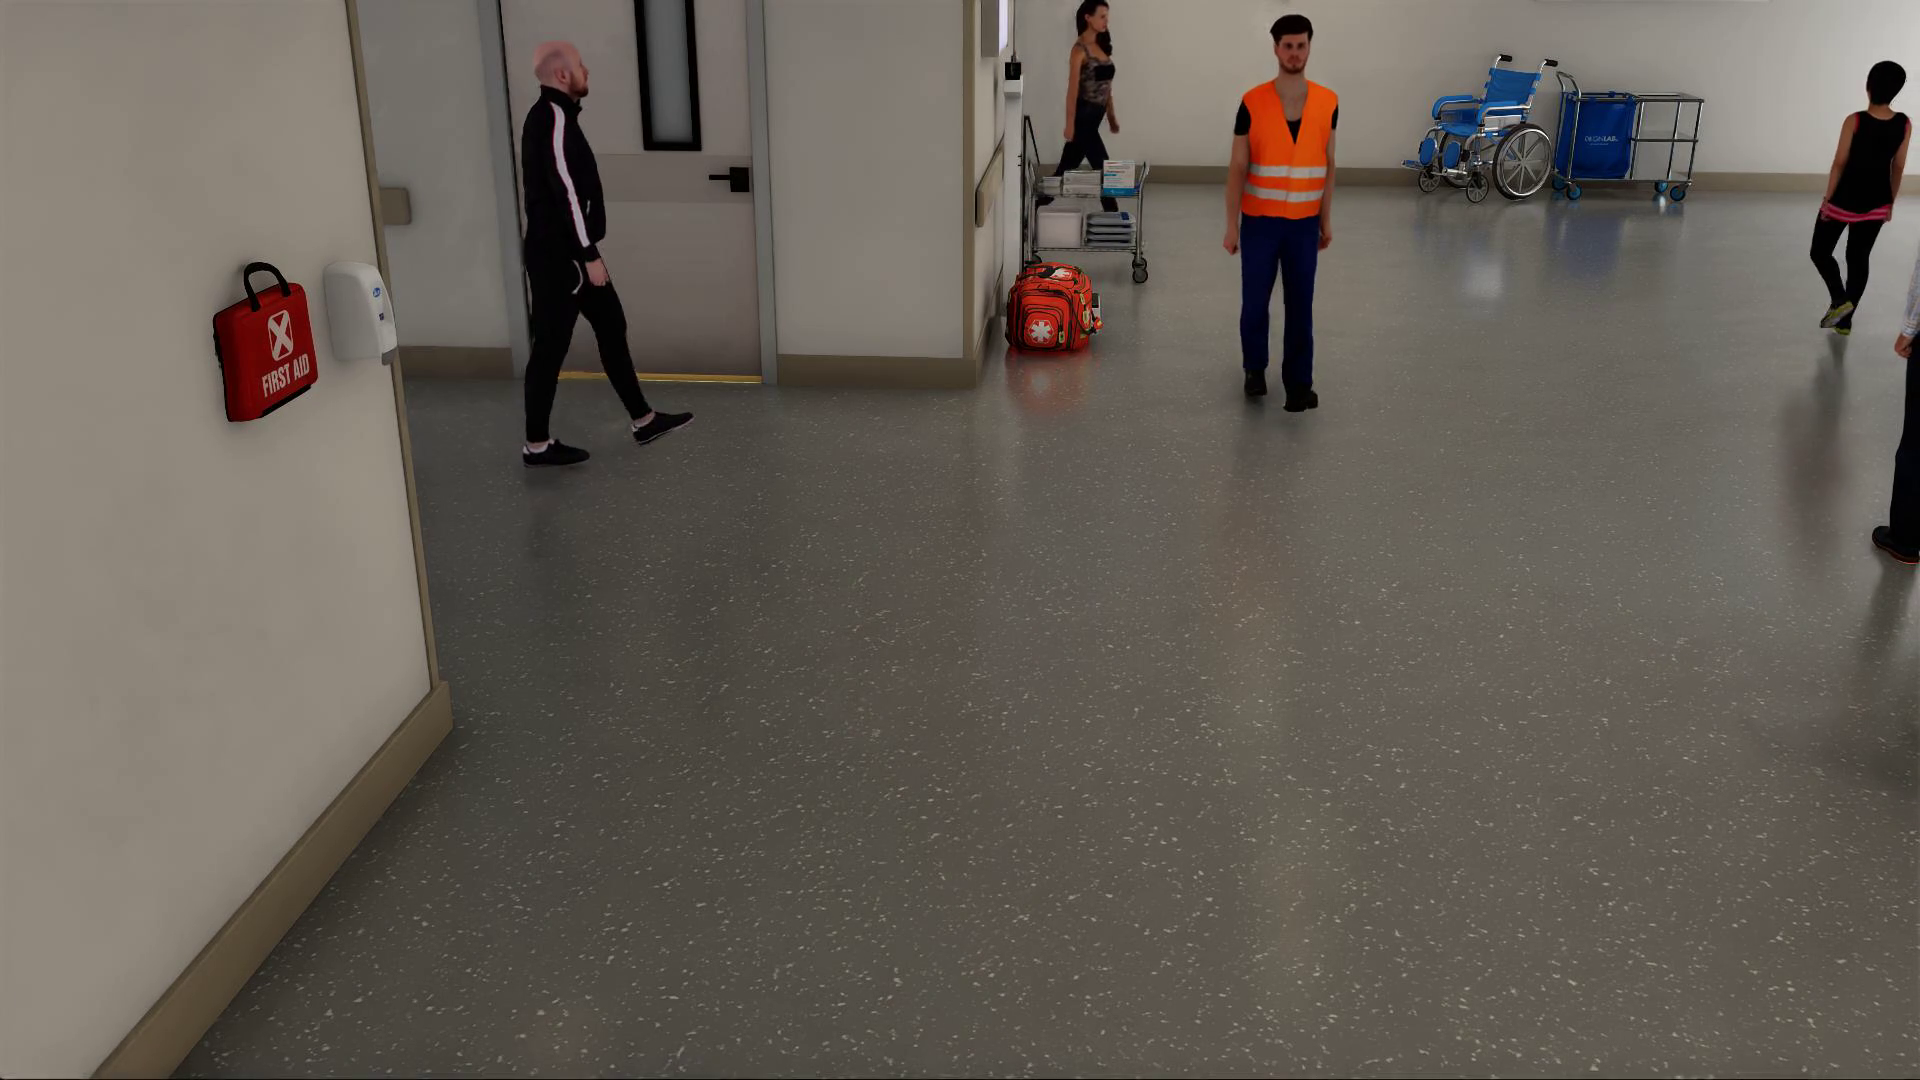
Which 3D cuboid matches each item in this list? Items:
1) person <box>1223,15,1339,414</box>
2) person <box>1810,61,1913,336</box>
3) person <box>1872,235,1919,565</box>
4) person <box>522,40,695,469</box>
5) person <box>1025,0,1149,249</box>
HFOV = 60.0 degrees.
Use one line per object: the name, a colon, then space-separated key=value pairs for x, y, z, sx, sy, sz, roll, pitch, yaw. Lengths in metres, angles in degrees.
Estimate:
person: x=1.546 y=-1.582 z=8.131 sx=0.754 sy=1.852 sz=1.133 roll=0 pitch=21 yaw=1
person: x=5.113 y=-1.904 z=9.424 sx=0.546 sy=1.539 sz=0.662 roll=2 pitch=21 yaw=5
person: x=3.731 y=-0.803 z=6.124 sx=0.686 sy=1.818 sz=0.599 roll=5 pitch=21 yaw=13
person: x=-1.790 y=-1.177 z=7.121 sx=0.972 sy=1.811 sz=1.052 roll=-5 pitch=21 yaw=-13
person: x=0.811 y=-2.937 z=11.902 sx=0.992 sy=1.715 sz=1.236 roll=9 pitch=22 yaw=22
